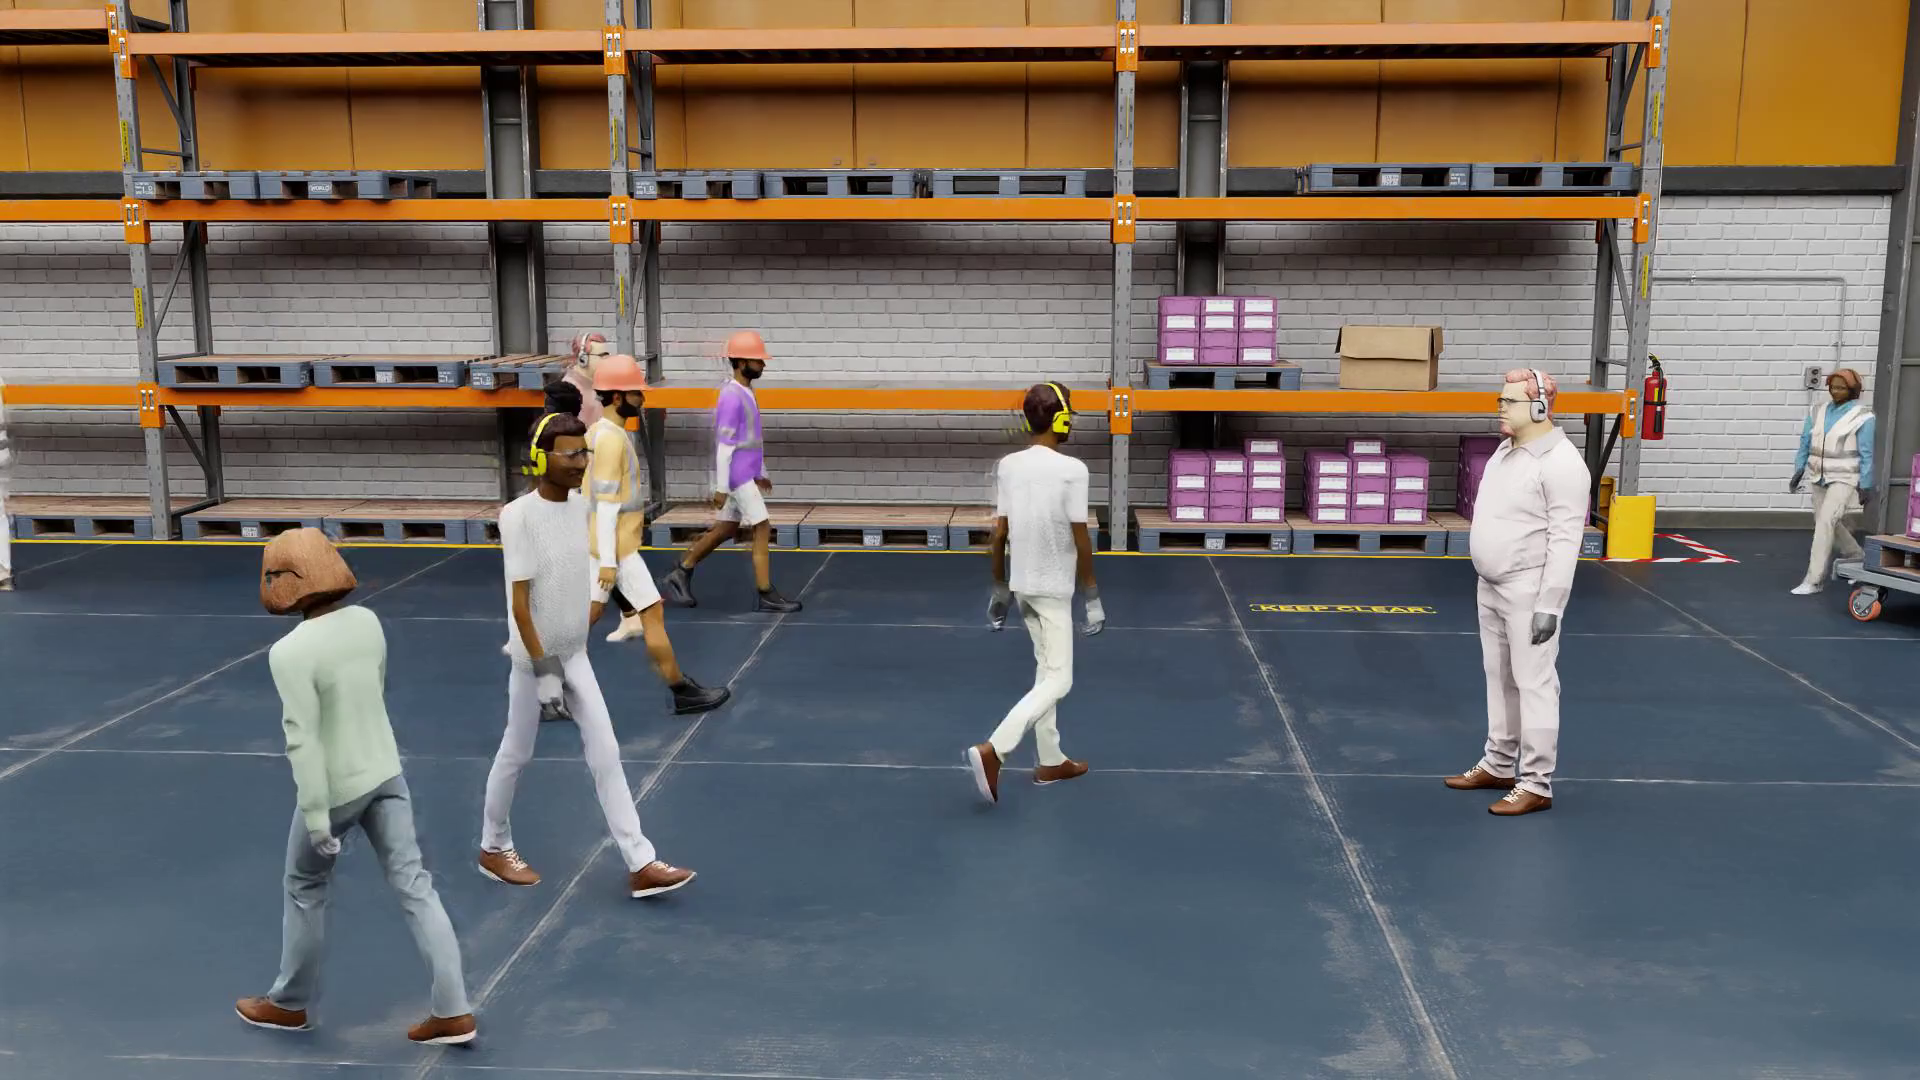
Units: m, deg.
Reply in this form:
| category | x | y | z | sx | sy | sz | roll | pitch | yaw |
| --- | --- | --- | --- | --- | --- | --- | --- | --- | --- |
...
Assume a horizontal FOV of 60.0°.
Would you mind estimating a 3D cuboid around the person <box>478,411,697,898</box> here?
| category | x | y | z | sx | sy | sz | roll | pitch | yaw |
| --- | --- | --- | --- | --- | --- | --- | --- | --- | --- |
| person | -1.456 | 0.439 | 6.116 | 0.991 | 1.817 | 0.505 | 5 | 11 | 28 |

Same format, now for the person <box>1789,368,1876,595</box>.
| category | x | y | z | sx | sy | sz | roll | pitch | yaw |
| --- | --- | --- | --- | --- | --- | --- | --- | --- | --- |
| person | 6.234 | -0.420 | 11.763 | 0.772 | 1.605 | 0.517 | -4 | 10 | -21 |

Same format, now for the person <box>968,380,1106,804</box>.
| category | x | y | z | sx | sy | sz | roll | pitch | yaw |
| --- | --- | --- | --- | --- | --- | --- | --- | --- | --- |
| person | 0.324 | 0.231 | 7.277 | 0.749 | 1.848 | 0.517 | -8 | 13 | -40 |

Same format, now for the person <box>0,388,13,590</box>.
| category | x | y | z | sx | sy | sz | roll | pitch | yaw |
| --- | --- | --- | --- | --- | --- | --- | --- | --- | --- |
| person | -6.949 | -0.546 | 11.720 | 0.435 | 1.871 | 0.603 | -2 | 10 | -10 |

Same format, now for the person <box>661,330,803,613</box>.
| category | x | y | z | sx | sy | sz | roll | pitch | yaw |
| --- | --- | --- | --- | --- | --- | --- | --- | --- | --- |
| person | -1.557 | -0.447 | 11.078 | 0.917 | 1.907 | 0.540 | 0 | 10 | -2 |

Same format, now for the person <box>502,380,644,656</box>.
| category | x | y | z | sx | sy | sz | roll | pitch | yaw |
| --- | --- | --- | --- | --- | --- | --- | --- | --- | --- |
| person | -2.313 | -0.144 | 10.021 | 0.882 | 1.654 | 0.541 | -3 | 10 | -19 |

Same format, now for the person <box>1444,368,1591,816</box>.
| category | x | y | z | sx | sy | sz | roll | pitch | yaw |
| --- | --- | --- | --- | --- | --- | --- | --- | --- | --- |
| person | 2.390 | 0.219 | 7.151 | 0.409 | 1.909 | 0.640 | -2 | 10 | -11 |

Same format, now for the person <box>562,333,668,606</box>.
| category | x | y | z | sx | sy | sz | roll | pitch | yaw |
| --- | --- | --- | --- | --- | --- | --- | --- | --- | --- |
| person | -2.325 | -0.411 | 10.908 | 0.854 | 1.872 | 0.682 | 1 | 10 | 6 |

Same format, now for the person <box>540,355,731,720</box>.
| category | x | y | z | sx | sy | sz | roll | pitch | yaw |
| --- | --- | --- | --- | --- | --- | --- | --- | --- | --- |
| person | -1.722 | -0.001 | 8.509 | 0.980 | 1.884 | 0.561 | -3 | 10 | -19 |

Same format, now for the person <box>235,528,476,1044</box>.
| category | x | y | z | sx | sy | sz | roll | pitch | yaw |
| --- | --- | --- | --- | --- | --- | --- | --- | --- | --- |
| person | -1.831 | 0.750 | 4.991 | 0.828 | 1.580 | 0.488 | 4 | 10 | 21 |
